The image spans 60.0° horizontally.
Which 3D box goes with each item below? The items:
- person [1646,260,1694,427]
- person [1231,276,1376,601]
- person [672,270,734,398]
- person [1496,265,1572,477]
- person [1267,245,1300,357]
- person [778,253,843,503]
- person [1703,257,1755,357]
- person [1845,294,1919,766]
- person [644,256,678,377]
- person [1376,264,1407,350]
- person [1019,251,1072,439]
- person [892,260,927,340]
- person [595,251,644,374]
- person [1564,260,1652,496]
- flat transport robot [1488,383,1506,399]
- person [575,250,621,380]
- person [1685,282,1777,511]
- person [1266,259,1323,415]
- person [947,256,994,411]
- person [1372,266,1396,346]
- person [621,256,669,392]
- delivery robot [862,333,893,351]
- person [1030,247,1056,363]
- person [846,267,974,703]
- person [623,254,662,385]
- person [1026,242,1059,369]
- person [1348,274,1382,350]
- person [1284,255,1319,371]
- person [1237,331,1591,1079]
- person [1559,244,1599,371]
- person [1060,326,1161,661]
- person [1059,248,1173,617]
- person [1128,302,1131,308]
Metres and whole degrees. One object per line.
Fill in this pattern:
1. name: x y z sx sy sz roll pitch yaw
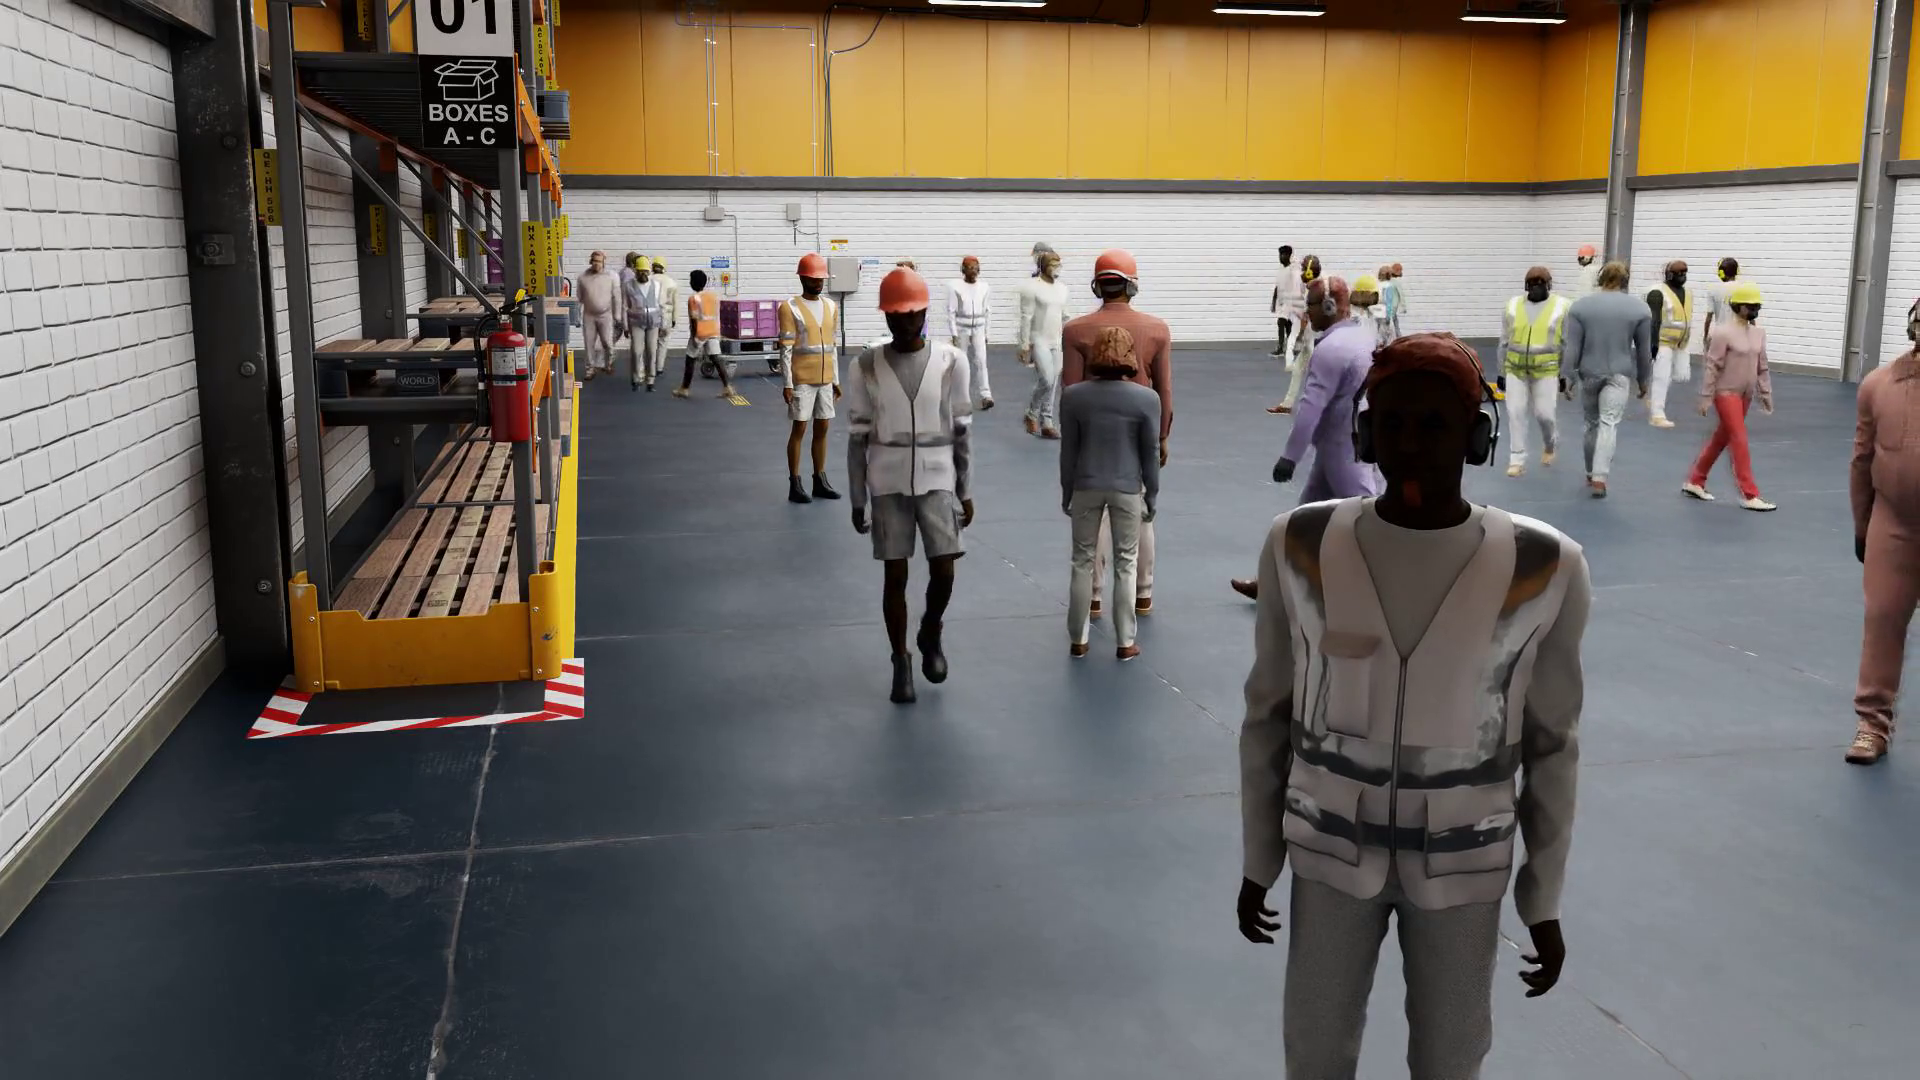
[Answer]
1. person: 7.752 -2.147 18.219 0.631 1.831 0.480 -5 11 -24
2. person: 1.995 -0.486 8.935 1.035 1.844 0.659 4 11 21
3. person: -3.311 -2.656 21.492 0.857 1.656 0.536 6 12 31
4. person: 4.972 -1.457 14.395 0.632 1.828 0.529 7 12 33
5. person: 5.553 -4.124 28.813 0.758 1.940 0.642 -3 11 -17
6. person: -1.144 -1.261 12.982 0.553 1.934 0.364 -9 14 -41
7. person: 8.561 -2.212 18.497 0.555 1.845 0.429 3 11 17
8. person: 3.889 -0.080 6.635 0.640 1.870 0.957 8 13 38
9. person: -4.526 -3.343 24.918 0.612 1.800 0.477 -2 11 -13
10. person: 8.119 -4.328 30.937 0.851 1.588 0.521 -3 11 -14
11. person: 0.904 -1.980 16.991 0.656 1.925 0.436 -9 13 -40
12. person: -0.554 -2.432 19.841 0.865 1.813 0.573 7 12 33
13. person: -5.156 -3.444 25.270 0.898 1.872 0.649 -6 12 -32
14. person: 5.220 -1.309 13.422 0.645 1.884 1.039 5 11 26
15. flat transport robot: 6.181 -1.893 21.101 1.431 0.197 0.652 -4 11 -20
16. person: -5.299 -3.281 24.307 0.715 1.885 0.513 0 10 -3
17. person: 5.950 -1.112 12.752 0.538 1.718 0.902 -5 11 -26
18. person: 4.063 -2.322 19.193 0.967 1.827 0.538 5 11 25
19. person: 0.140 -2.463 19.909 0.578 1.831 0.978 -3 11 -17
20. person: 6.894 -3.593 26.785 0.782 1.602 0.545 -4 11 -21
21. person: -4.220 -2.890 22.336 0.603 1.815 0.451 -5 11 -24
22. delivery robot: -1.189 -3.041 26.412 0.707 0.478 0.477 -5 11 -25
23. person: 1.527 -3.867 27.483 0.809 1.908 0.578 2 10 12
24. person: -0.220 -0.235 7.326 0.559 1.919 0.416 -1 10 -4
25. person: -4.487 -3.128 23.608 0.555 1.843 0.744 -2 10 -9
26. person: 1.332 -3.685 26.126 0.661 2.000 0.697 -3 11 -14
27. person: 3.574 -1.517 14.969 0.414 1.735 0.493 9 14 41
28. person: 5.471 -3.519 25.849 0.916 1.797 0.645 -3 11 -15
29. person: 0.768 0.583 2.915 0.573 1.883 0.355 4 11 19
30. person: 9.767 -3.575 25.718 0.756 1.974 0.624 4 11 22
31. person: 0.724 -0.221 8.094 0.498 1.621 0.318 2 10 13
32. person: 0.836 -0.573 9.012 0.622 1.990 0.389 -1 10 -7
33. person: 2.788 -4.085 28.782 0.974 1.873 0.619 -3 11 -15
